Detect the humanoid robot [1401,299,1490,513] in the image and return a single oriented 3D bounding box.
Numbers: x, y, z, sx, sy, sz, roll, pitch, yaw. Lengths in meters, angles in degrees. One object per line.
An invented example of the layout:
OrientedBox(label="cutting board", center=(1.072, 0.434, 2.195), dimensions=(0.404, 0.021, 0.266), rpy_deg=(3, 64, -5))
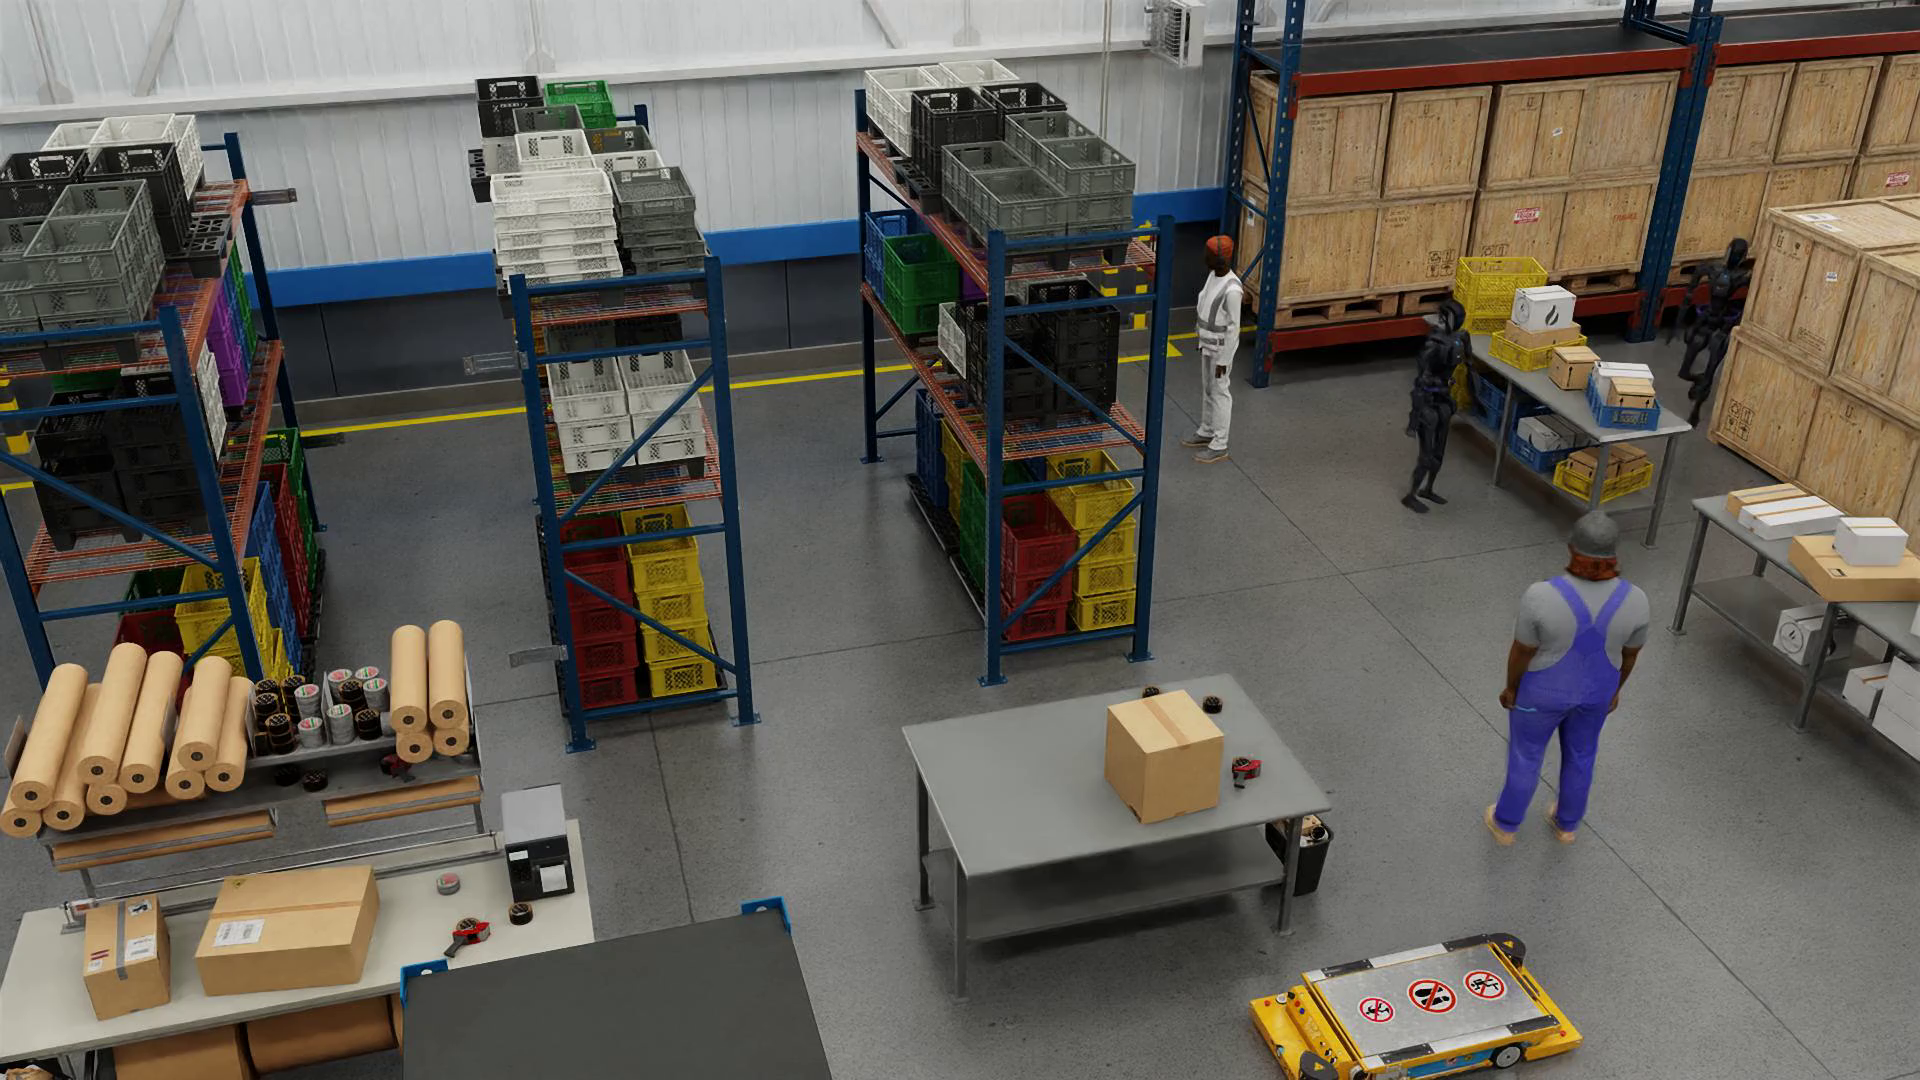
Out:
OrientedBox(label="humanoid robot", center=(3.661, -1.007, 12.526), dimensions=(0.600, 1.653, 0.462), rpy_deg=(-21, 35, -33))

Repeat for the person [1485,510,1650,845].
OrientedBox(label="person", center=(3.241, 0.745, 8.969), dimensions=(0.679, 2.000, 0.537), rpy_deg=(0, 29, 0))

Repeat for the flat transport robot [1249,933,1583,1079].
OrientedBox(label="flat transport robot", center=(2.184, 2.282, 7.980), dimensions=(1.431, 0.197, 0.652), rpy_deg=(-8, 30, -14))

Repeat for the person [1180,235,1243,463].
OrientedBox(label="person", center=(2.036, -1.530, 13.266), dimensions=(0.354, 1.886, 0.573), rpy_deg=(-5, 29, -8))

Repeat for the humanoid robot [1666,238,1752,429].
OrientedBox(label="humanoid robot", center=(6.308, -1.788, 13.971), dimensions=(0.622, 1.637, 0.553), rpy_deg=(21, 35, 33))
